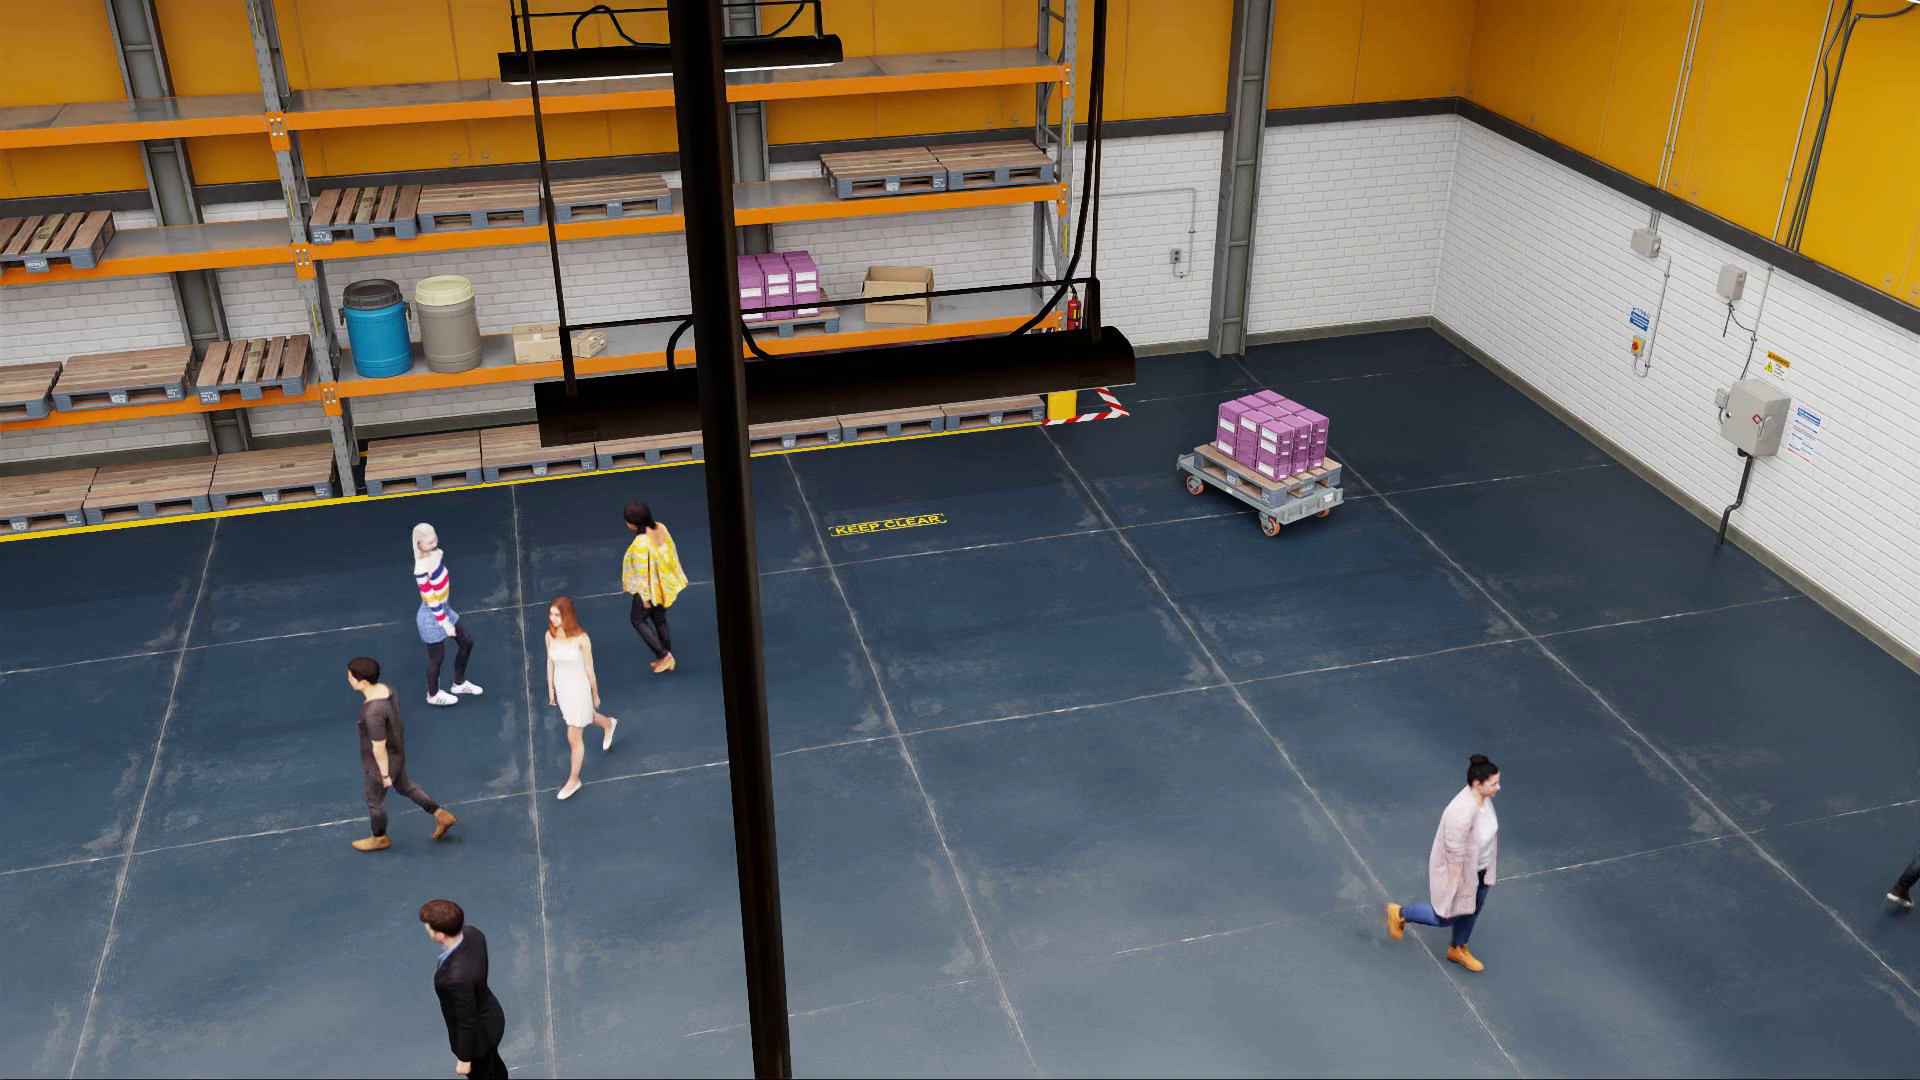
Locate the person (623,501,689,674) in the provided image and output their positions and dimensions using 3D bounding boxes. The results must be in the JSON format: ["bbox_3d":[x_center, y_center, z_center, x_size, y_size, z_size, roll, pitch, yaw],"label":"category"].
[{"bbox_3d":[-2.597,0.439,14.486,0.912,1.626,0.867,5,29,9],"label":"person"}]

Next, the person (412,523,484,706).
[{"bbox_3d":[-4.478,0.650,13.937,0.794,1.783,0.759,1,29,2],"label":"person"}]

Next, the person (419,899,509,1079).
[{"bbox_3d":[-2.861,2.855,9.789,0.633,1.883,0.711,-4,29,-8],"label":"person"}]

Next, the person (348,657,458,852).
[{"bbox_3d":[-4.190,1.582,12.323,1.090,1.692,0.809,1,29,1],"label":"person"}]

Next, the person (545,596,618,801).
[{"bbox_3d":[-2.988,1.151,13.125,1.087,1.681,1.068,13,31,22],"label":"person"}]

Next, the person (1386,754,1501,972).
[{"bbox_3d":[3.302,2.166,11.219,1.040,1.723,1.024,22,36,35],"label":"person"}]
